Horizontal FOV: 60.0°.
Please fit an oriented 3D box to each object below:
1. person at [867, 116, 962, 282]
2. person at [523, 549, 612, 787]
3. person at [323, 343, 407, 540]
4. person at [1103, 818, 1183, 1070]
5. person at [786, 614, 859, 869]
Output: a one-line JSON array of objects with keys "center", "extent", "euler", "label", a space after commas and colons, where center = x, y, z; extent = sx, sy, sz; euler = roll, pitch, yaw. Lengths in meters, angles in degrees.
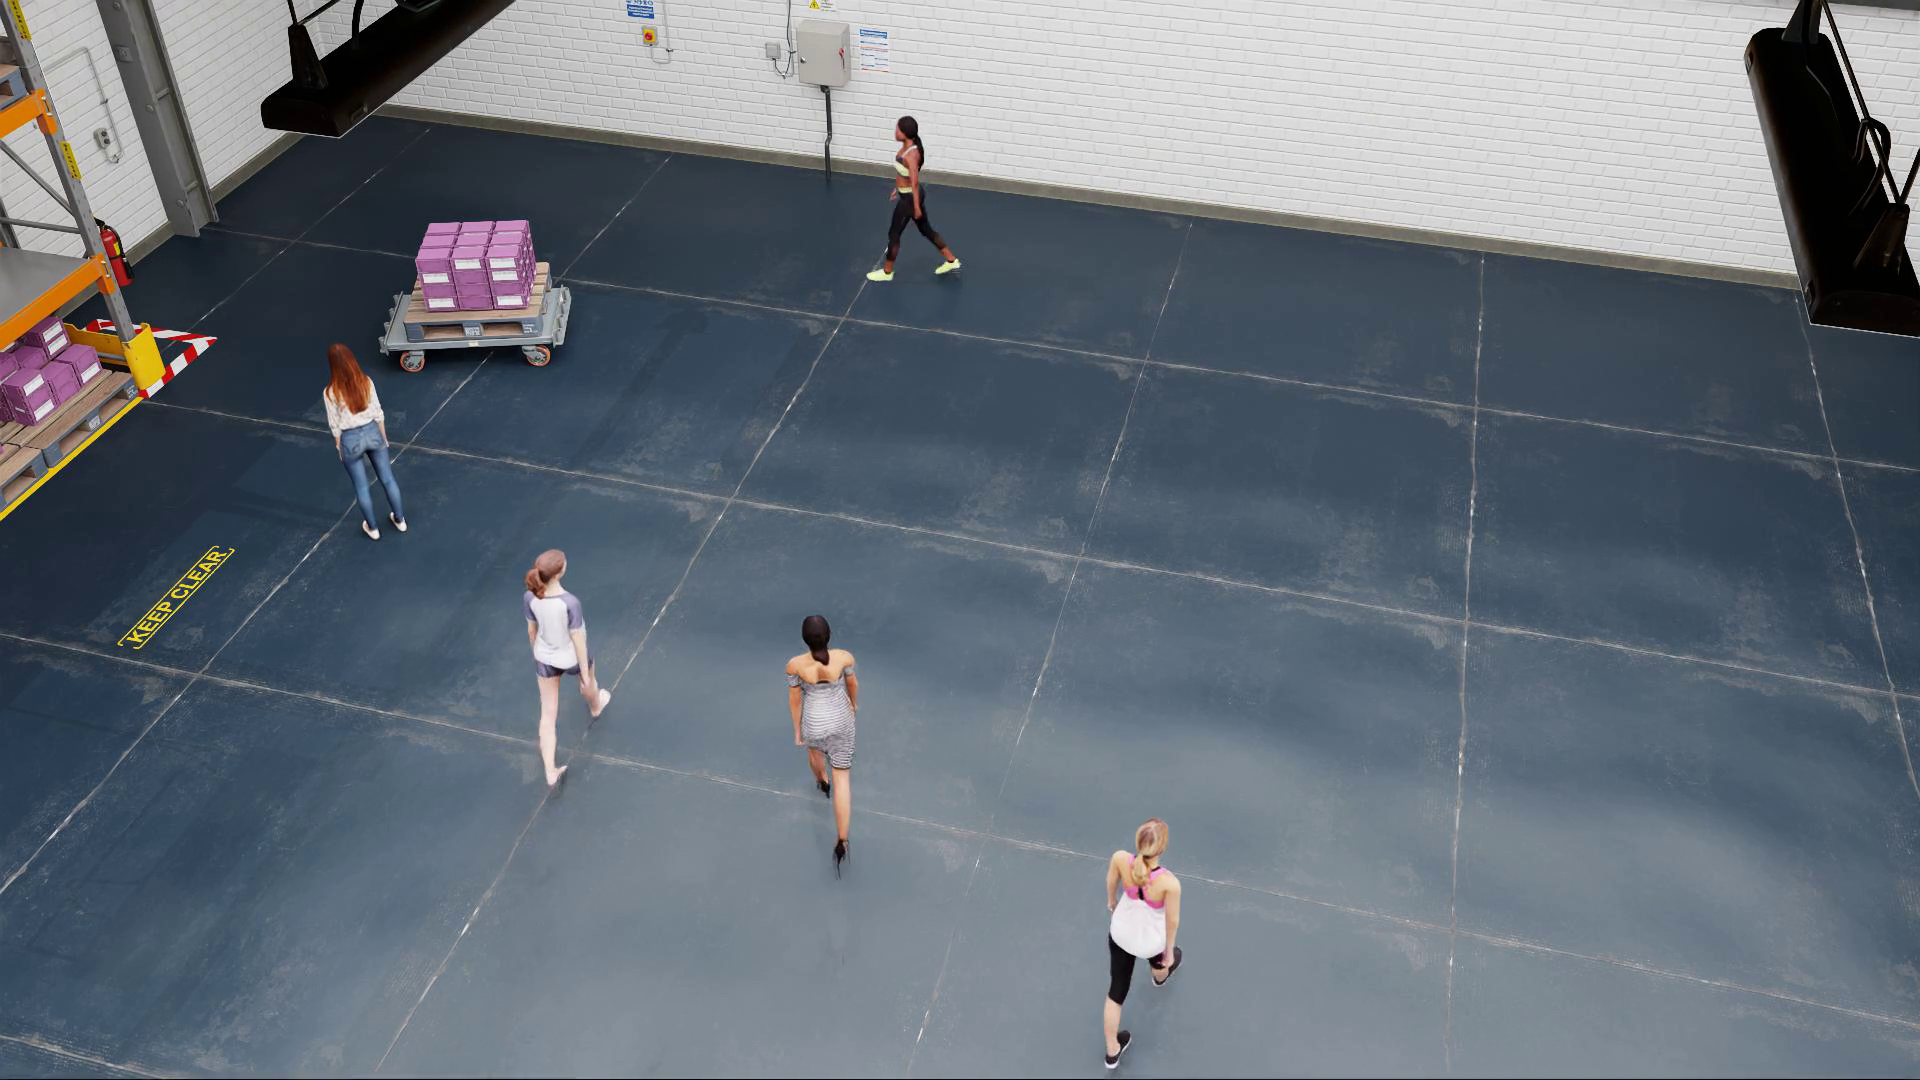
[{"center": [-0.380, -3.292, 16.157], "extent": [0.827, 1.712, 1.149], "euler": [0, 39, 0], "label": "person"}, {"center": [-2.665, 0.859, 10.963], "extent": [0.688, 1.706, 1.217], "euler": [6, 39, 7], "label": "person"}, {"center": [-4.669, -0.769, 12.984], "extent": [0.628, 1.729, 0.706], "euler": [-25, 45, -28], "label": "person"}, {"center": [0.942, 2.259, 9.178], "extent": [0.825, 1.748, 1.159], "euler": [19, 43, 23], "label": "person"}, {"center": [-0.812, 1.257, 10.407], "extent": [0.837, 1.779, 1.160], "euler": [-3, 39, -4], "label": "person"}]
